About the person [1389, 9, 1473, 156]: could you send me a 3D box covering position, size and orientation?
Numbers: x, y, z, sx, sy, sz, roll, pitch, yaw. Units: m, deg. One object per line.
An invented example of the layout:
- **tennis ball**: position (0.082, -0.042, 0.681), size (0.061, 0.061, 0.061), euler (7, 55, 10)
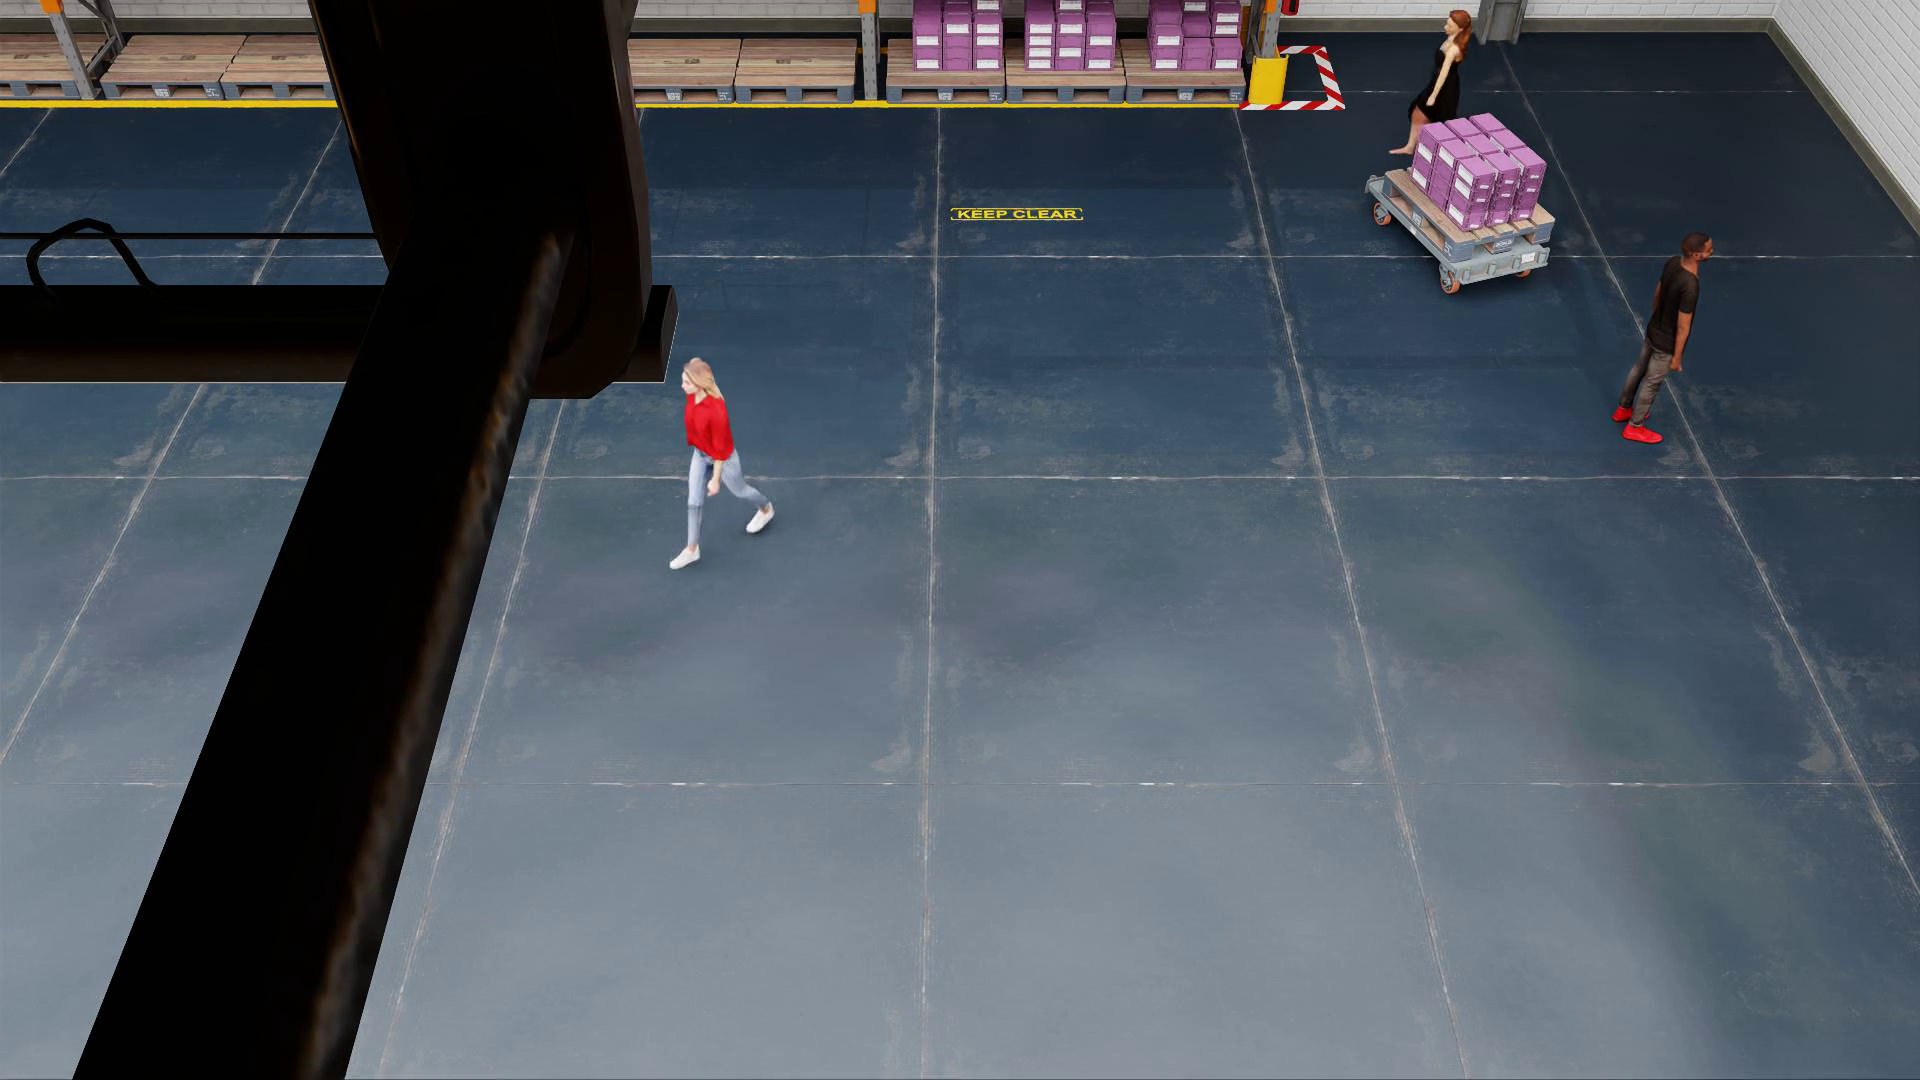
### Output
- **person**: position (4.587, -4.143, 15.466), size (1.108, 1.584, 0.764), euler (12, 45, 12)

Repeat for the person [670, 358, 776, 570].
- **person**: position (-1.644, -0.581, 11.672), size (1.106, 1.660, 1.148), euler (34, 53, 30)

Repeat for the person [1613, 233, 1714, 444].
- **person**: position (5.326, -1.548, 12.582), size (0.531, 1.806, 0.640), euler (-2, 44, -2)
